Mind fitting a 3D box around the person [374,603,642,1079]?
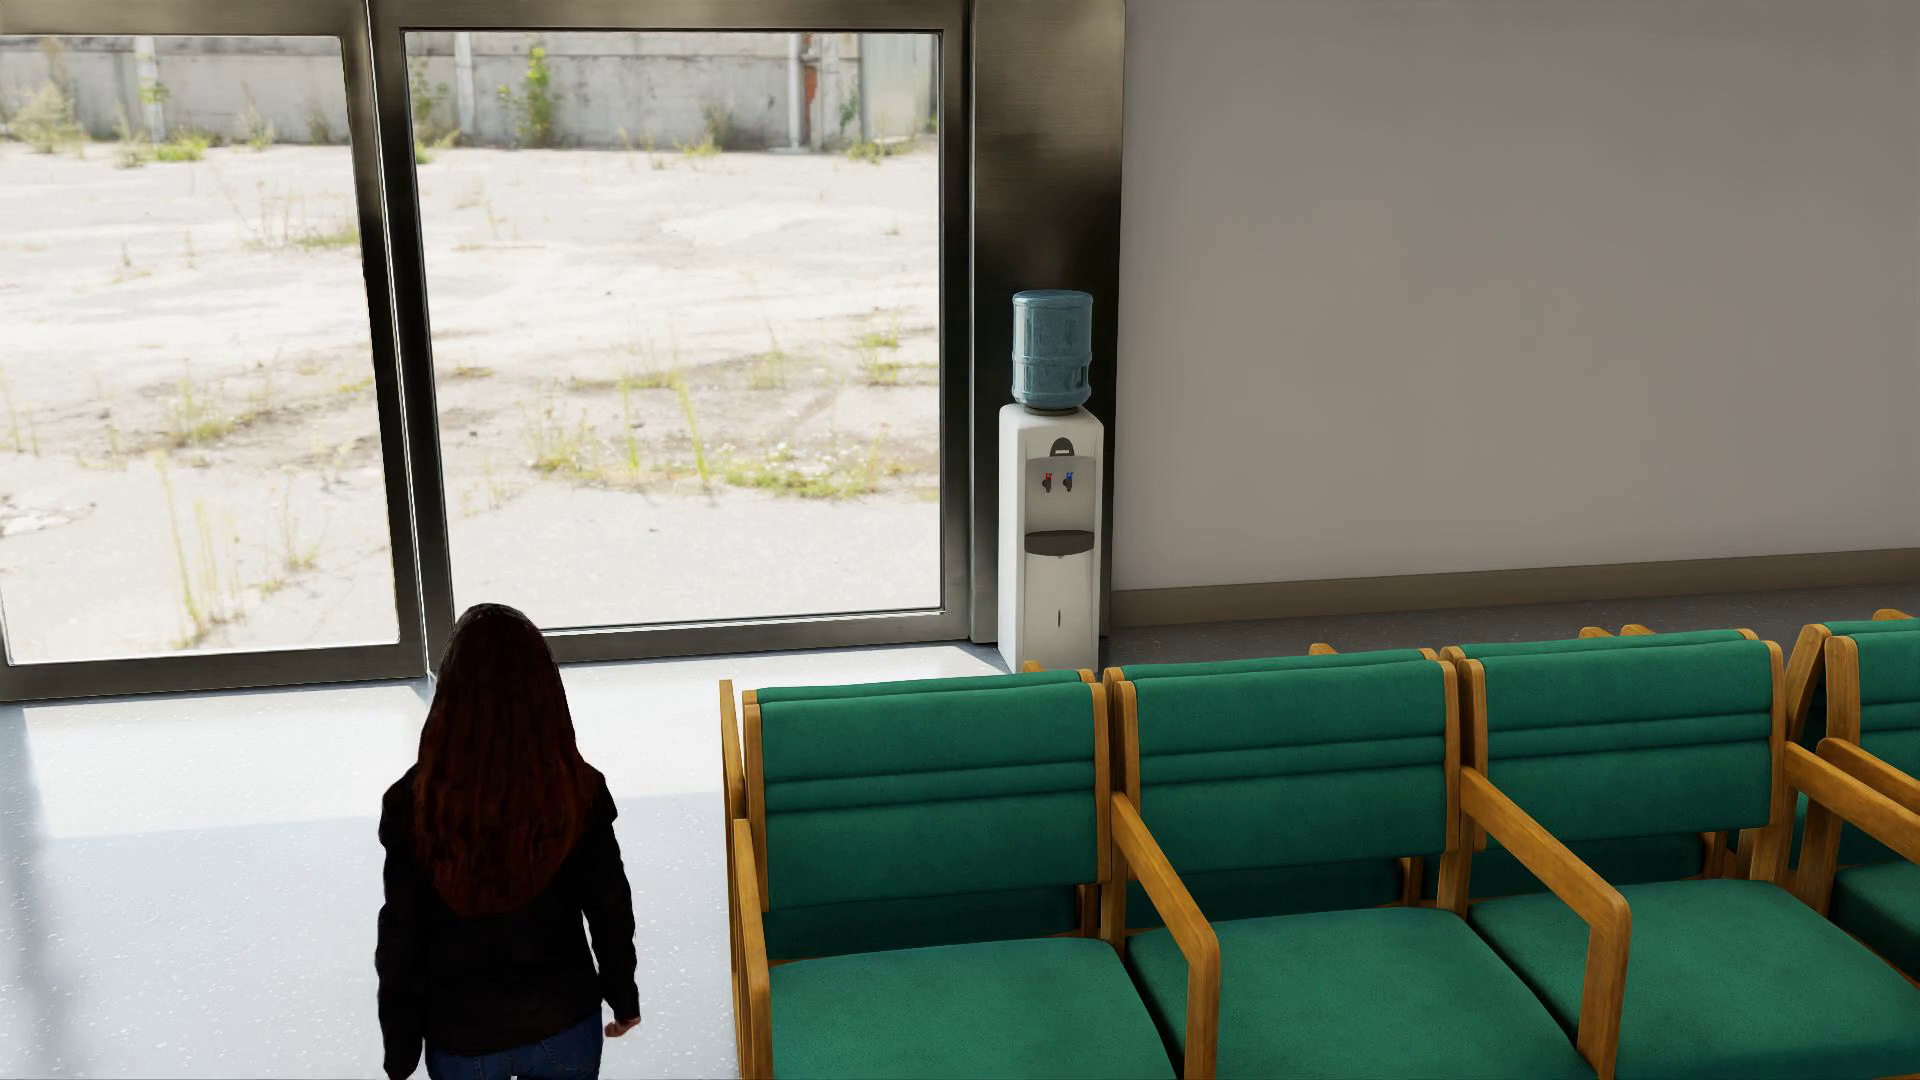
[{"bbox_3d":[-0.754,0.843,2.807,0.609,1.469,0.663,-4,16,-14],"label":"person"}]
